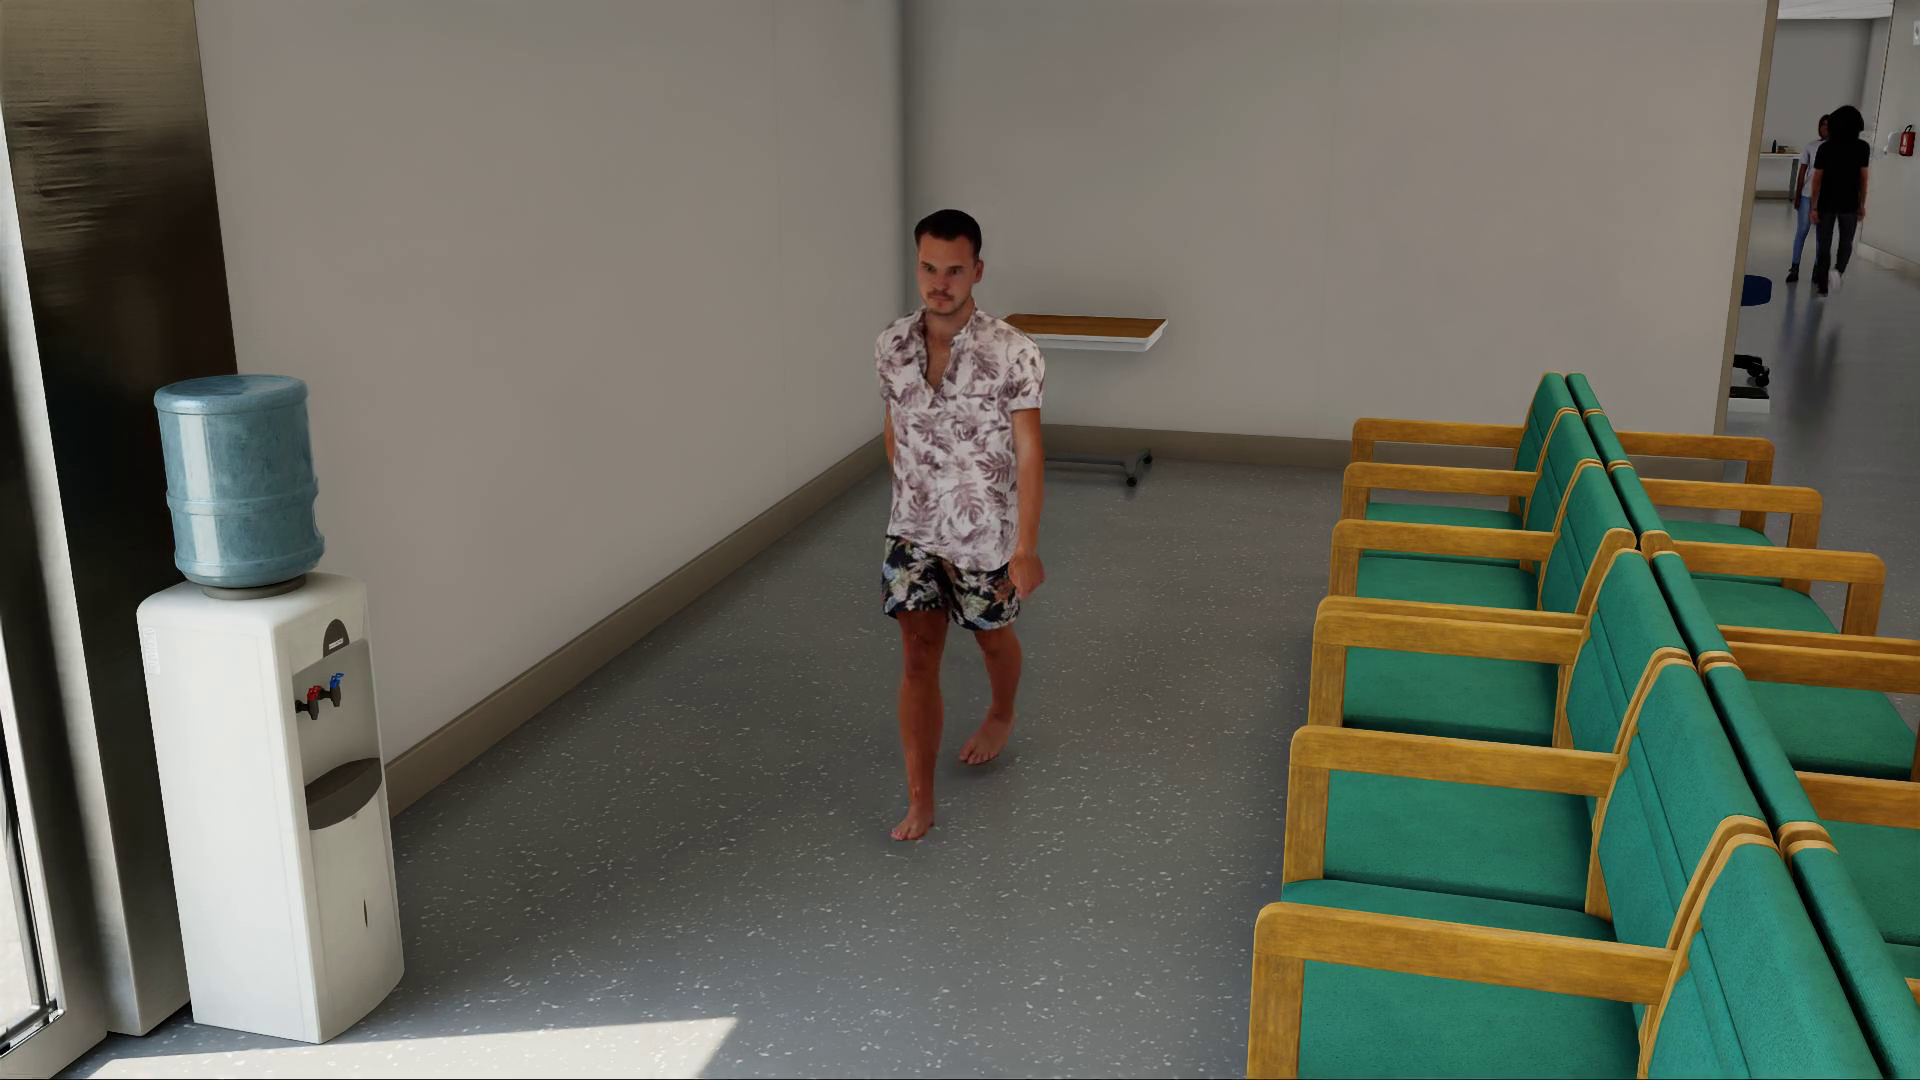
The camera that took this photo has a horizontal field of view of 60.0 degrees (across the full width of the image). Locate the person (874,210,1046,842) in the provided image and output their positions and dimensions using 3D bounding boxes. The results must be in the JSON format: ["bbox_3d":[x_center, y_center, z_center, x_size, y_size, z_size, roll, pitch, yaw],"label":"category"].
[{"bbox_3d":[0.014,-0.059,4.879,1.127,1.747,0.747,6,17,20],"label":"person"}]

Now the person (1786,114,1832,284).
[{"bbox_3d":[8.949,-3.562,17.356,0.534,1.719,0.687,8,18,26],"label":"person"}]

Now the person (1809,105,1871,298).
[{"bbox_3d":[8.440,-3.231,15.971,0.801,1.821,0.790,8,17,25],"label":"person"}]
